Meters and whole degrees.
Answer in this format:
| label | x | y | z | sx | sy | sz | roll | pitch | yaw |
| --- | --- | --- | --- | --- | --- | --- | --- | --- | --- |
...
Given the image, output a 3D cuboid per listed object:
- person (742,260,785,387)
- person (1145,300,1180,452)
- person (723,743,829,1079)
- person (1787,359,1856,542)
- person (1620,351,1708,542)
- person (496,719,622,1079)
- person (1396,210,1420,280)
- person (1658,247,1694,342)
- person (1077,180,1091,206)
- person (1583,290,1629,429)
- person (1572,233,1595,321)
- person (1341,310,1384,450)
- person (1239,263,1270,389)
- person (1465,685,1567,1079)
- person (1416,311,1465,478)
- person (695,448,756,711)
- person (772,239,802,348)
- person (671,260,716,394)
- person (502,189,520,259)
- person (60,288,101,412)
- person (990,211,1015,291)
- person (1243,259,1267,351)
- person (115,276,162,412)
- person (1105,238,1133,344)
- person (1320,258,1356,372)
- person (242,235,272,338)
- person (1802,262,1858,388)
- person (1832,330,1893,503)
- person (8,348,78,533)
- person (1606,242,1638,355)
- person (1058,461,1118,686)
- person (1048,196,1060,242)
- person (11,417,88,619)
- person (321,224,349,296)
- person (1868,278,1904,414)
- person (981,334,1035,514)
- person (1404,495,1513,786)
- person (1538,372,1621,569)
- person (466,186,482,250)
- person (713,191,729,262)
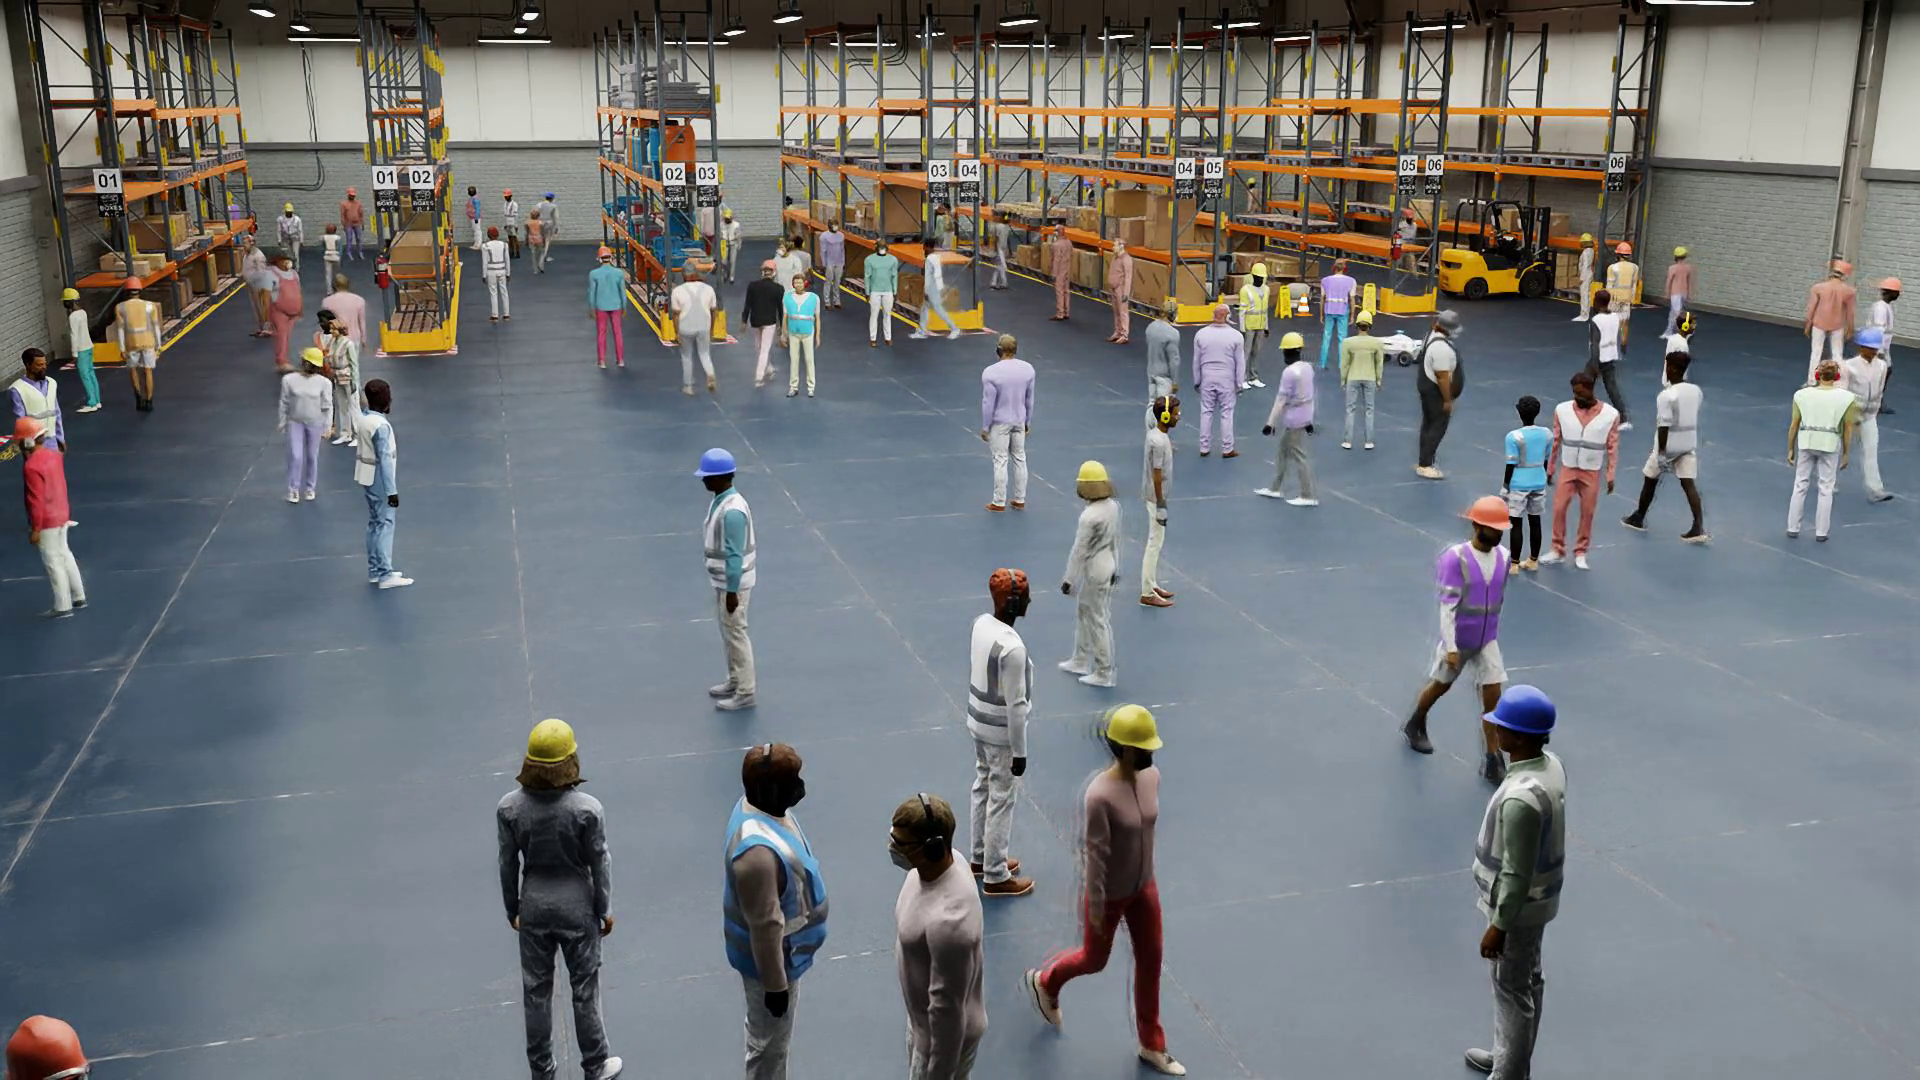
| label | x | y | z | sx | sy | sz | roll | pitch | yaw |
| --- | --- | --- | --- | --- | --- | --- | --- | --- | --- |
| person | -3.034 | -3.383 | 25.904 | 0.649 | 1.917 | 1.091 | 5 | 16 | 17 |
| person | 2.555 | -2.046 | 20.867 | 0.391 | 1.928 | 0.631 | -8 | 17 | -27 |
| person | -0.756 | 1.709 | 6.886 | 0.429 | 1.845 | 0.621 | -2 | 15 | -6 |
| person | 8.608 | -0.891 | 16.689 | 0.560 | 1.836 | 0.394 | 10 | 18 | 32 |
| person | 7.215 | -0.954 | 16.785 | 0.599 | 1.920 | 1.026 | -6 | 16 | -21 |
| person | -1.778 | 1.624 | 7.396 | 0.494 | 1.743 | 0.306 | 1 | 15 | 4 |
| person | 11.040 | -7.293 | 41.052 | 0.581 | 1.694 | 0.872 | -4 | 15 | -16 |
| person | 13.183 | -4.481 | 30.388 | 0.515 | 1.732 | 0.850 | -7 | 16 | -25 |
| person | 3.762 | -9.962 | 50.628 | 0.429 | 1.935 | 0.634 | 5 | 16 | 19 |
| person | 8.654 | -2.433 | 22.433 | 0.601 | 1.876 | 1.007 | -10 | 18 | -34 |
| person | 12.499 | -5.257 | 33.306 | 0.311 | 1.736 | 0.483 | 10 | 18 | 33 |
| person | 5.076 | -2.017 | 21.053 | 0.525 | 1.769 | 0.309 | 2 | 15 | 9 |
| person | 4.529 | -3.284 | 25.516 | 0.593 | 1.923 | 0.382 | -10 | 18 | -34 |
| person | 2.414 | 1.559 | 7.244 | 0.391 | 1.949 | 0.602 | 8 | 17 | 28 |
| person | 5.664 | -1.760 | 19.559 | 0.534 | 2.000 | 0.776 | 1 | 15 | 3 |
| person | -1.693 | 0.278 | 12.098 | 0.422 | 1.934 | 0.619 | -5 | 16 | -18 |
| person | -3.093 | -4.397 | 29.702 | 0.627 | 1.934 | 0.373 | 9 | 17 | 29 |
| person | -3.985 | -3.183 | 24.915 | 0.691 | 2.000 | 0.683 | -7 | 16 | -25 |
| person | -12.491 | -8.784 | 46.213 | 0.547 | 1.929 | 0.388 | 13 | 20 | 41 |
| person | -12.511 | -2.696 | 23.630 | 0.337 | 1.757 | 0.518 | -2 | 15 | -8 |
| person | 1.040 | -6.700 | 38.571 | 0.797 | 1.822 | 0.548 | 6 | 16 | 23 |
| person | 5.177 | -4.123 | 29.232 | 0.499 | 1.634 | 0.280 | -8 | 17 | -27 |
| person | -11.660 | -2.789 | 23.667 | 0.560 | 1.913 | 0.639 | -7 | 17 | -26 |
| person | 2.884 | -4.518 | 30.193 | 0.401 | 1.910 | 0.641 | -4 | 15 | -15 |
| person | 6.142 | -3.664 | 27.126 | 0.562 | 1.834 | 0.401 | 7 | 16 | 23 |
| person | -13.130 | -4.715 | 30.964 | 0.636 | 1.900 | 0.399 | 14 | 20 | 42 |
| person | 13.206 | -3.211 | 25.196 | 0.714 | 1.959 | 0.541 | 8 | 17 | 27 |
| person | 9.945 | -1.366 | 18.357 | 0.630 | 1.891 | 0.967 | -2 | 15 | -6 |
| person | -9.430 | -1.018 | 17.033 | 0.397 | 1.910 | 0.587 | 3 | 15 | 10 |
| person | 11.437 | -4.181 | 28.859 | 0.546 | 1.942 | 0.348 | -2 | 15 | -7 |
| person | 0.930 | 0.249 | 12.620 | 0.663 | 1.720 | 0.505 | 8 | 17 | 27 |
| person | 2.711 | -9.120 | 48.036 | 0.501 | 1.631 | 0.285 | 14 | 21 | 43 |
| person | -7.825 | -0.193 | 14.231 | 0.360 | 1.750 | 0.577 | -2 | 15 | -8 |
| person | -14.199 | -6.354 | 37.700 | 0.525 | 1.589 | 0.850 | 0 | 15 | -1 |
| person | 13.009 | -2.723 | 23.408 | 0.511 | 1.917 | 0.600 | 10 | 18 | 34 |
| person | 0.501 | -1.241 | 17.802 | 0.631 | 1.940 | 0.372 | -9 | 17 | -29 |
| person | 3.334 | 0.605 | 10.962 | 0.558 | 1.896 | 0.991 | -5 | 16 | -17 |
| person | 5.865 | -0.659 | 15.713 | 0.638 | 1.892 | 0.397 | 8 | 17 | 28 |
| person | -14.322 | -9.496 | 49.064 | 0.430 | 1.839 | 0.619 | -7 | 16 | -25 |
| person | -6.637 | -8.549 | 45.368 | 0.511 | 1.903 | 0.581 | -13 | 19 | -39 |
